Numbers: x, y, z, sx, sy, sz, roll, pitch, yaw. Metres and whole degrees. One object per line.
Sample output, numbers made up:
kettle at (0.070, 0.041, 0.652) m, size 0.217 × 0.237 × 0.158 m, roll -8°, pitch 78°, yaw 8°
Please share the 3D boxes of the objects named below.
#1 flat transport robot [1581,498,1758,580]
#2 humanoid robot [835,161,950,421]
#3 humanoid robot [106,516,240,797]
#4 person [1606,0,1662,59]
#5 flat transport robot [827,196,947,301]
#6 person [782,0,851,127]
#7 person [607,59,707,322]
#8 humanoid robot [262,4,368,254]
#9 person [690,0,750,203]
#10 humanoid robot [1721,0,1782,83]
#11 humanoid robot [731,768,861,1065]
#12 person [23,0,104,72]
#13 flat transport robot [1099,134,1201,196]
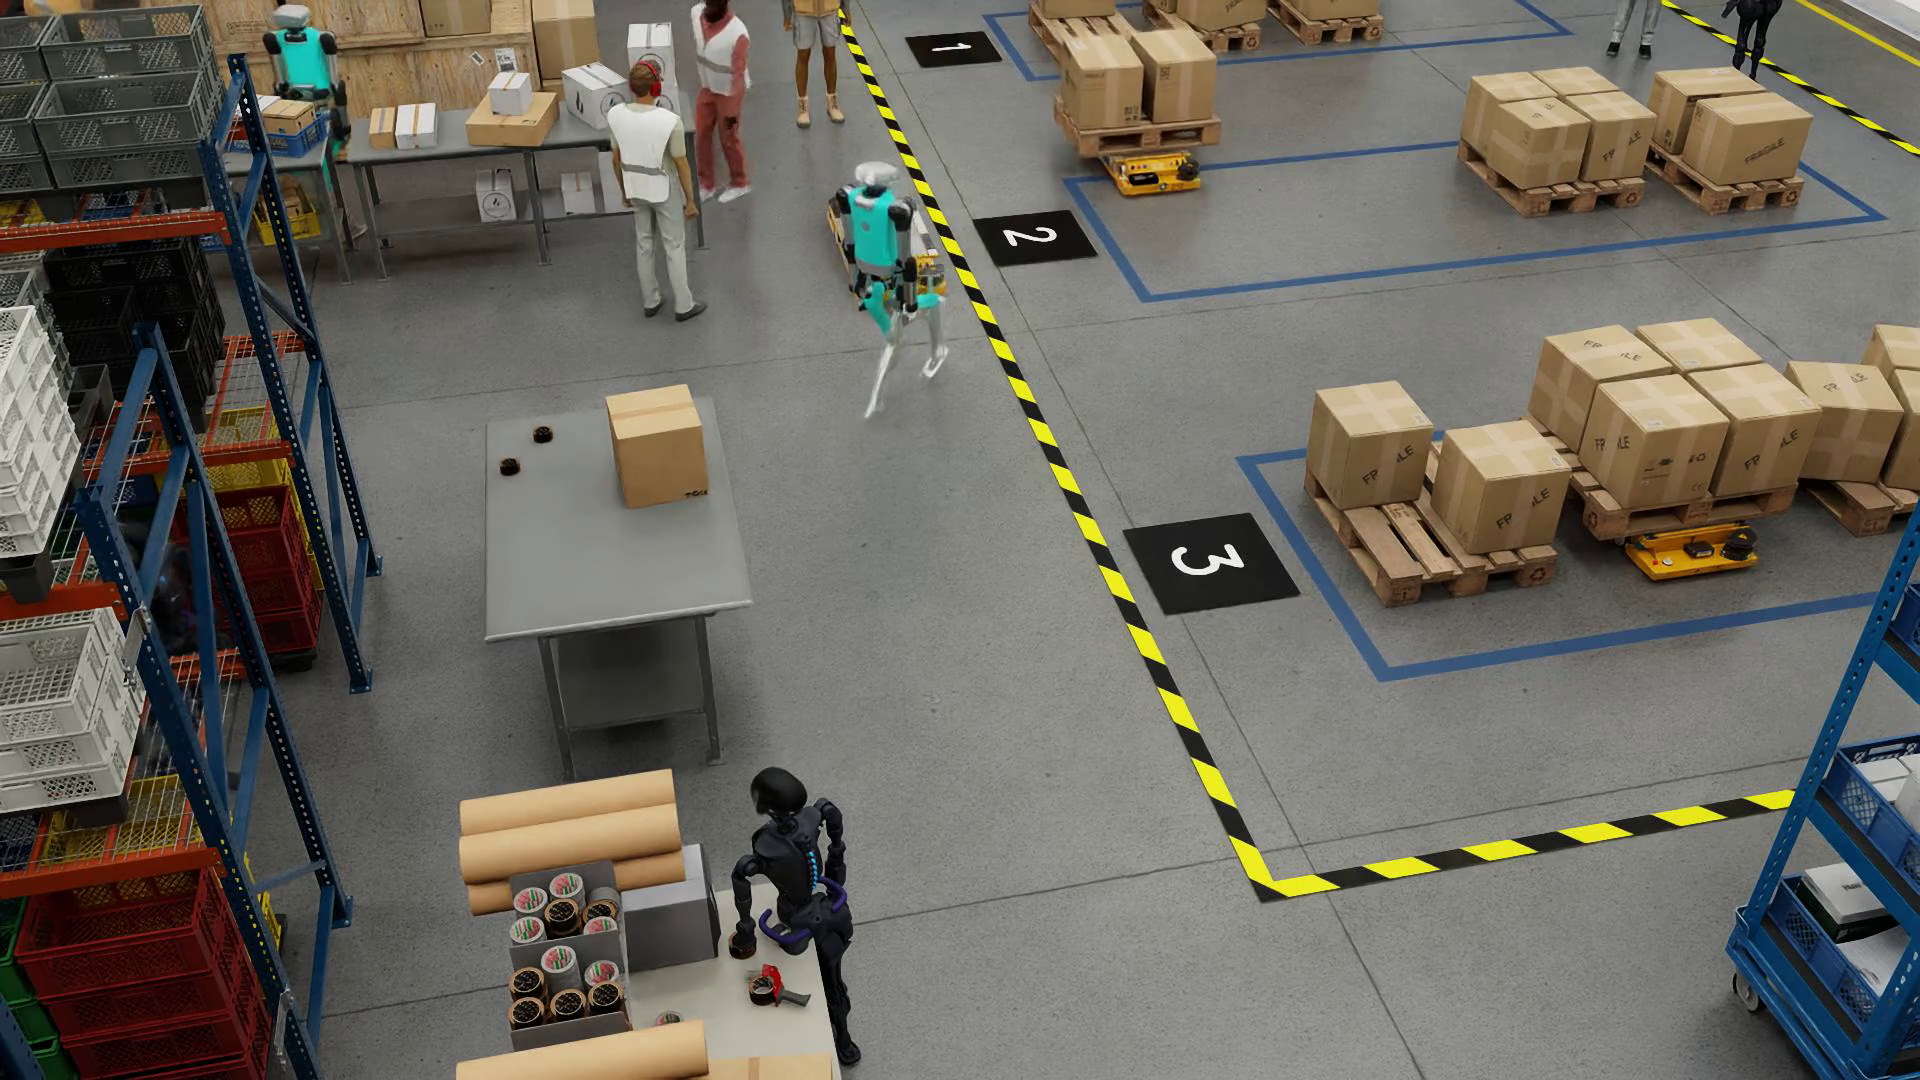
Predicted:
flat transport robot at (4.062, -0.294, 9.926) m, size 0.652 × 0.197 × 1.431 m, roll -8°, pitch 37°, yaw -10°
humanoid robot at (-0.332, -1.670, 10.625) m, size 0.534 × 1.774 × 1.037 m, roll 22°, pitch 42°, yaw 27°
humanoid robot at (-3.628, 0.543, 7.642) m, size 0.402 × 1.650 × 0.586 m, roll 10°, pitch 38°, yaw 13°
person at (6.482, -5.422, 15.529) m, size 0.594 × 1.831 × 0.403 m, roll 10°, pitch 38°, yaw 14°
flat transport robot at (-0.570, -2.220, 12.538) m, size 0.659 × 0.231 × 1.431 m, roll -8°, pitch 37°, yaw -10°
person at (-1.215, -4.531, 14.159) m, size 0.608 × 2.042 × 0.394 m, roll -8°, pitch 37°, yaw -11°
person at (-2.092, -2.363, 11.411) m, size 0.568 × 1.840 × 0.373 m, roll 12°, pitch 38°, yaw 16°
humanoid robot at (-4.834, -2.948, 12.340) m, size 0.530 × 1.849 × 0.786 m, roll 1°, pitch 37°, yaw 1°
person at (-1.871, -3.434, 12.829) m, size 0.685 × 1.861 × 0.629 m, roll 24°, pitch 43°, yaw 29°
humanoid robot at (7.166, -4.882, 14.923) m, size 0.599 × 1.657 × 0.315 m, roll -15°, pitch 39°, yaw -19°
humanoid robot at (-0.626, 1.500, 6.343) m, size 0.315 × 1.659 × 0.599 m, roll 29°, pitch 45°, yaw 33°
person at (-7.171, -3.885, 13.428) m, size 1.037 × 1.867 × 0.553 m, roll 30°, pitch 46°, yaw 34°
flat transport robot at (1.484, -3.304, 13.972) m, size 0.652 × 0.197 × 1.431 m, roll -8°, pitch 37°, yaw -10°
